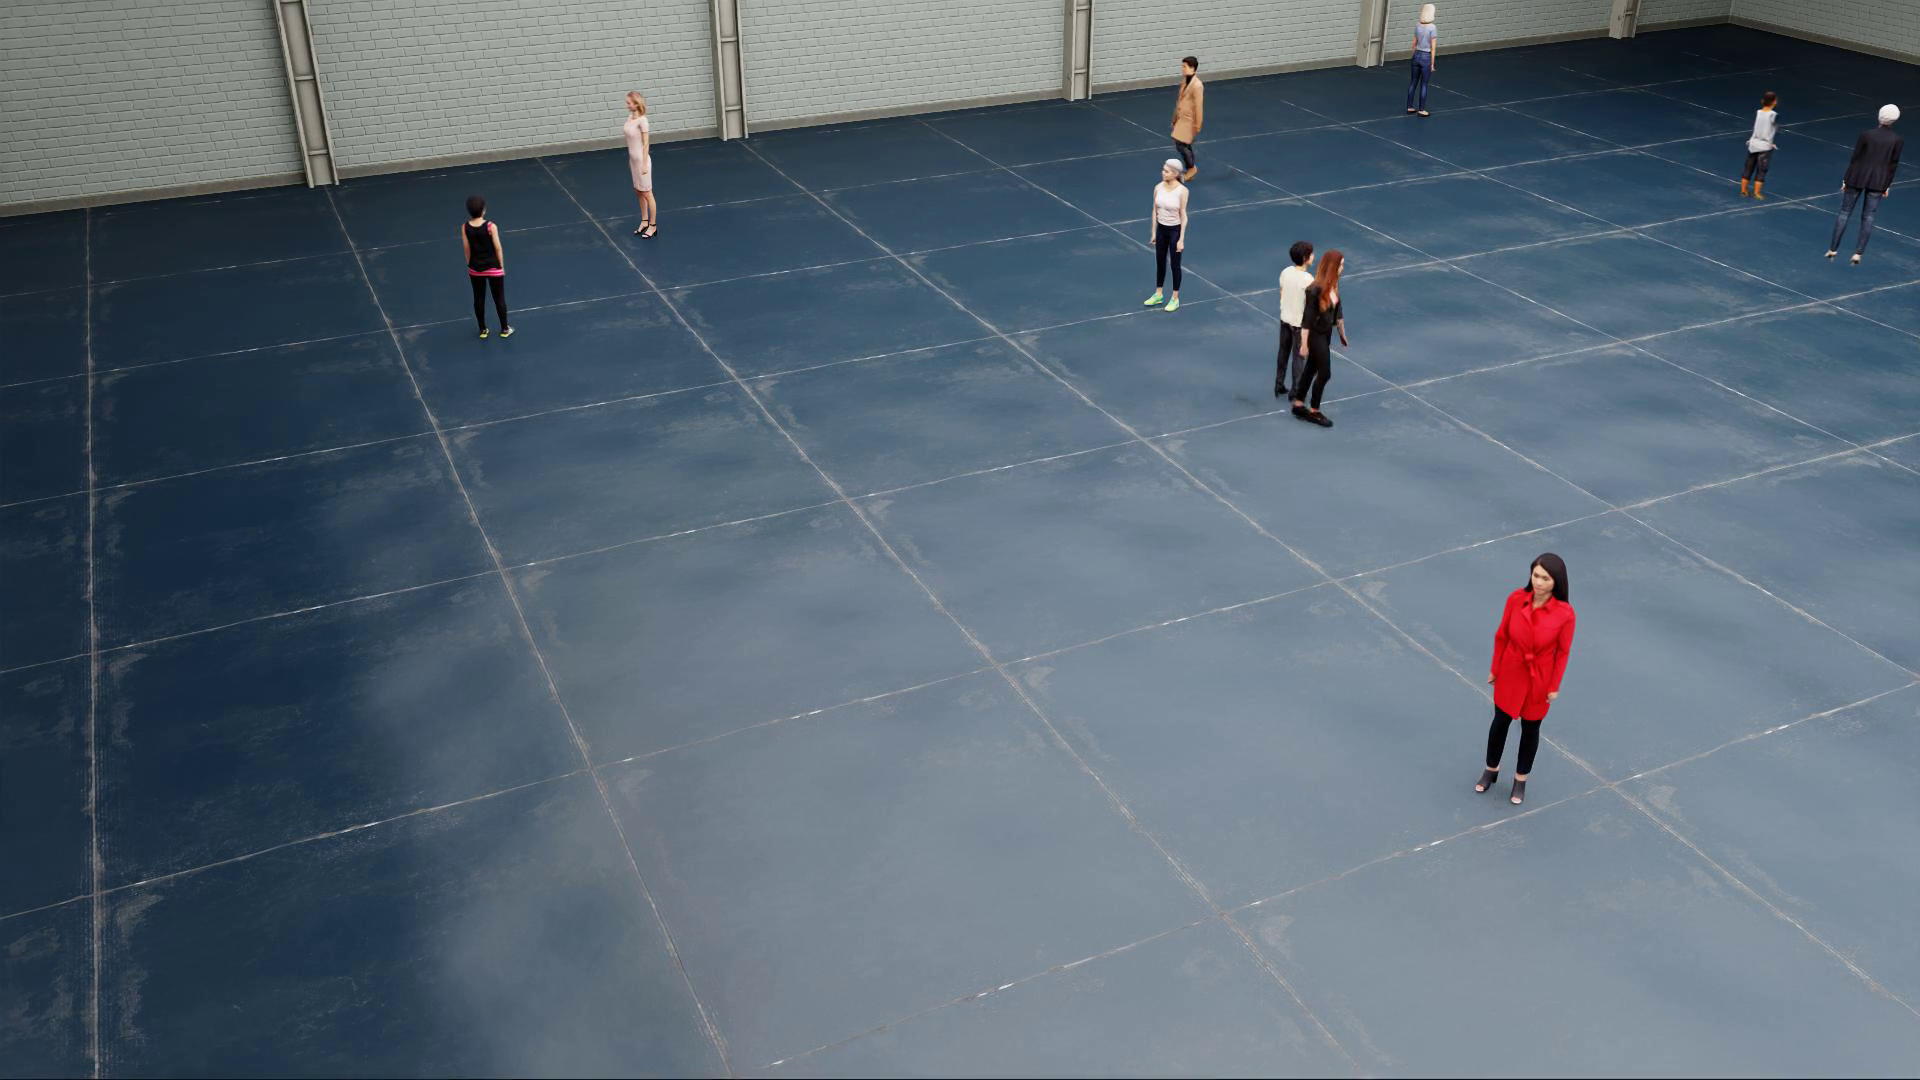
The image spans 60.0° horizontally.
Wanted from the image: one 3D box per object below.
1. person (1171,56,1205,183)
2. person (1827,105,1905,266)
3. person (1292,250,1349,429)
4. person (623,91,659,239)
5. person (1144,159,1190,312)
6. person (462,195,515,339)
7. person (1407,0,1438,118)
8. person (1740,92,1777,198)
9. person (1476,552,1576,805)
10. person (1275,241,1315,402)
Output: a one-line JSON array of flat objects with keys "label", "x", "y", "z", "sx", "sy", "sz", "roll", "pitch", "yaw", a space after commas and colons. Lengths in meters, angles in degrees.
[{"label": "person", "x": 3.228, "y": -5.813, "z": 22.998, "sx": 0.706, "sy": 1.715, "sz": 0.689, "roll": -9, "pitch": 29, "yaw": -16}, {"label": "person", "x": 9.848, "y": -3.896, "z": 18.142, "sx": 0.824, "sy": 1.782, "sz": 0.782, "roll": 12, "pitch": 30, "yaw": 22}, {"label": "person", "x": 3.315, "y": -1.942, "z": 15.759, "sx": 0.817, "sy": 1.688, "sz": 0.791, "roll": 22, "pitch": 35, "yaw": 35}, {"label": "person", "x": -3.984, "y": -4.703, "z": 20.793, "sx": 0.560, "sy": 1.830, "sz": 0.610, "roll": -19, "pitch": 33, "yaw": -32}, {"label": "person", "x": 2.342, "y": -3.412, "z": 18.505, "sx": 0.665, "sy": 1.702, "sz": 0.657, "roll": 24, "pitch": 36, "yaw": 37}, {"label": "person", "x": -5.070, "y": -2.922, "z": 17.743, "sx": 0.563, "sy": 1.552, "sz": 0.671, "roll": 0, "pitch": 28, "yaw": 0}, {"label": "person", "x": 7.333, "y": -7.615, "z": 26.375, "sx": 0.570, "sy": 1.722, "sz": 0.609, "roll": -19, "pitch": 33, "yaw": -31}, {"label": "person", "x": 10.824, "y": -5.380, "z": 22.463, "sx": 0.605, "sy": 1.454, "sz": 0.622, "roll": -22, "pitch": 35, "yaw": -35}, {"label": "person", "x": 3.545, "y": 0.865, "z": 10.423, "sx": 0.723, "sy": 1.748, "sz": 0.759, "roll": 18, "pitch": 33, "yaw": 30}, {"label": "person", "x": 3.273, "y": -2.132, "z": 16.223, "sx": 0.528, "sy": 1.587, "sz": 0.621, "roll": -18, "pitch": 33, "yaw": -30}]
